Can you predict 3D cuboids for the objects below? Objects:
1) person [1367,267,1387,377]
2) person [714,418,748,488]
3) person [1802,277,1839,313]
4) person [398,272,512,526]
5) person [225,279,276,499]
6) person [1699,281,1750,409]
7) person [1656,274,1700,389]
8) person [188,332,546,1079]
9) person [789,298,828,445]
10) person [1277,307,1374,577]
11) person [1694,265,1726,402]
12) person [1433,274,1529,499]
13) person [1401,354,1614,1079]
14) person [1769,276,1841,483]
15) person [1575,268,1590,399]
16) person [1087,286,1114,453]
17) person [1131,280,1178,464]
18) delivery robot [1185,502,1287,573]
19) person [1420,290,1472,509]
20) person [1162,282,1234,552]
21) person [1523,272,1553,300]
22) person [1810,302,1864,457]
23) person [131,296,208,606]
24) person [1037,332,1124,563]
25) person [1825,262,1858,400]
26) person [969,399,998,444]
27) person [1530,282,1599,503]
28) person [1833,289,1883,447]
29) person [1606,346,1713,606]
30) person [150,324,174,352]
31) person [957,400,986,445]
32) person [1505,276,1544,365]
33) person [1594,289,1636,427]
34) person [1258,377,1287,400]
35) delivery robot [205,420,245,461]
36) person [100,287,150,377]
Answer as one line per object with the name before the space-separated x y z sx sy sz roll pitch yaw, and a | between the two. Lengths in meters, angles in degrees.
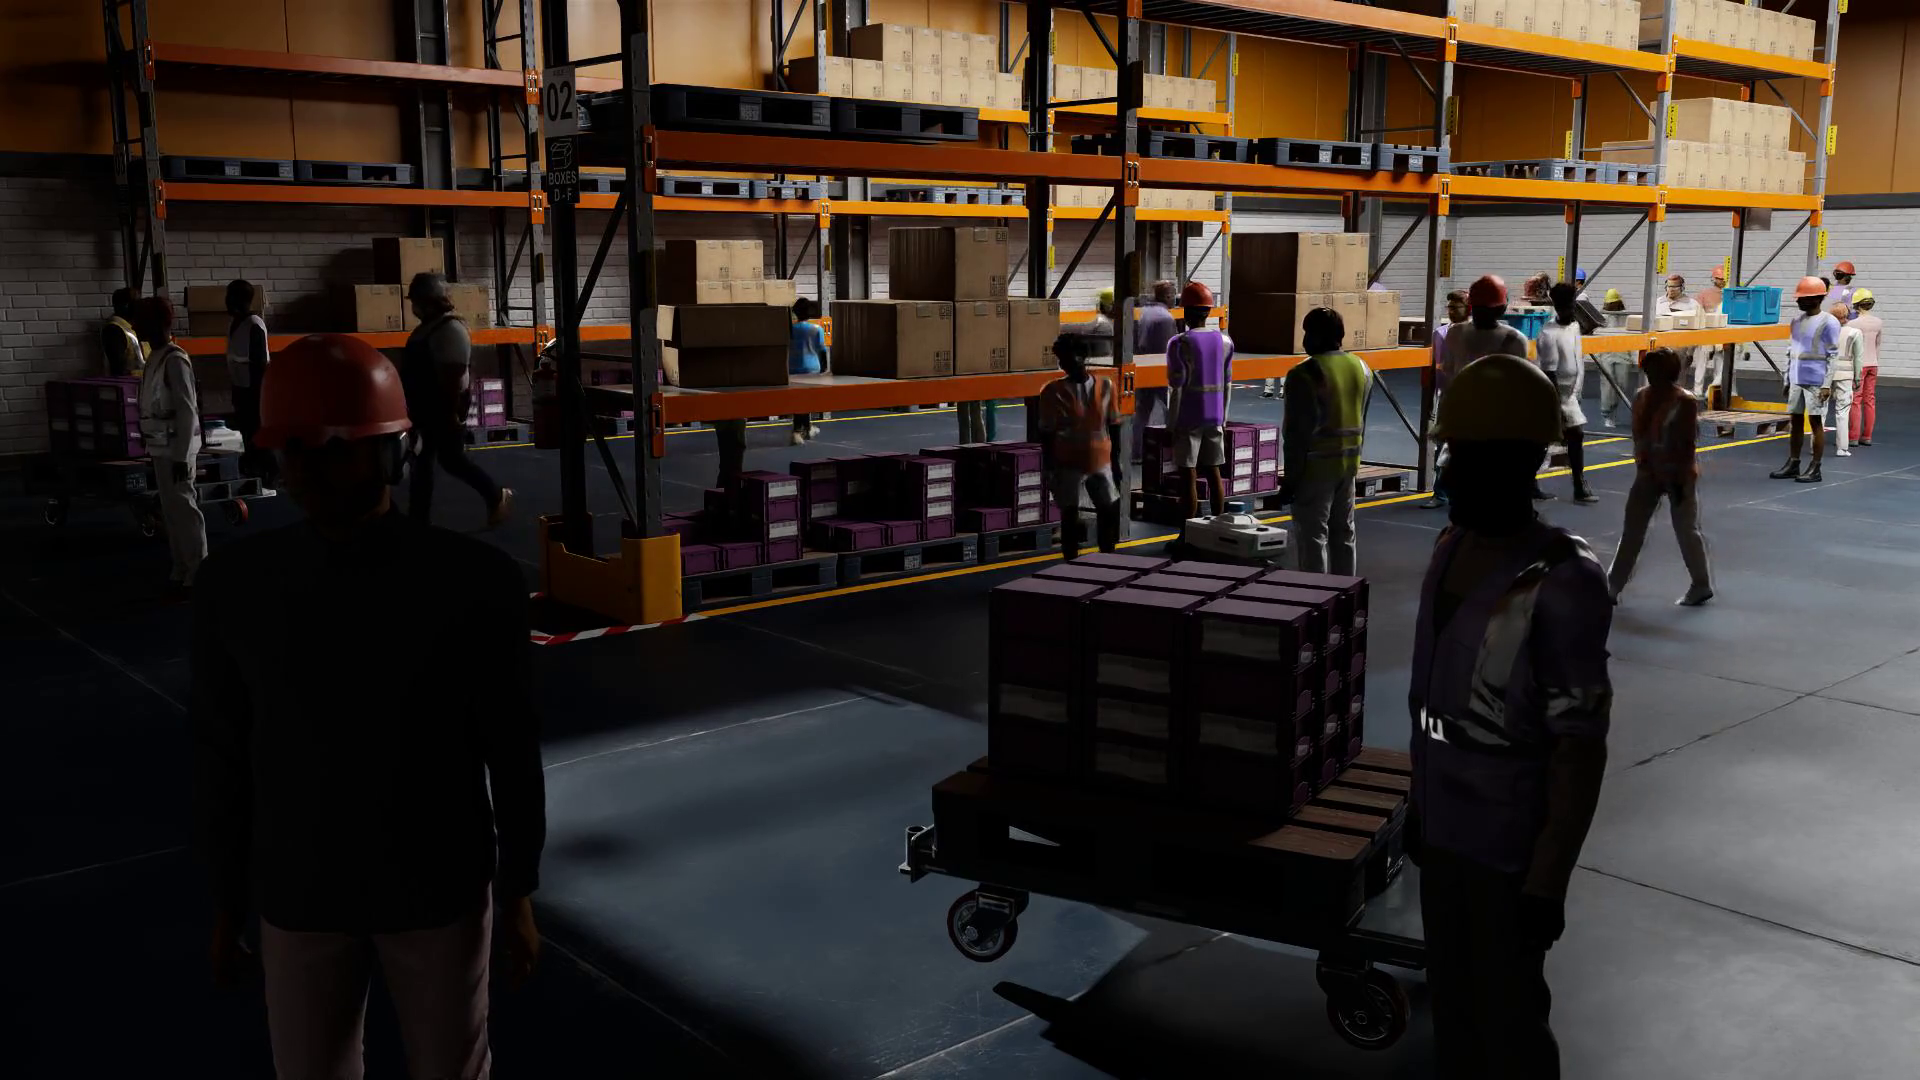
person | 7.217 -3.834 29.285 0.630 1.938 0.366 8 13 39
person | -1.679 -0.785 12.324 0.265 1.631 0.507 -4 10 -21
person | 12.443 -2.892 24.095 0.551 1.837 0.670 2 10 11
person | -3.922 -1.050 12.689 0.851 2.000 0.688 -9 14 -44
person | -6.265 -1.329 14.673 0.392 1.922 0.591 -9 13 -43
person | 10.585 -2.677 22.944 0.895 1.798 0.604 -3 10 -19
person | 8.794 -2.337 20.623 0.642 1.906 0.410 8 13 40
person | -1.060 0.628 2.994 0.614 1.993 0.395 0 10 -2
person | -1.768 -1.922 18.925 0.535 1.650 0.889 4 10 21
person | 2.011 -0.374 9.314 0.619 1.845 0.430 -7 12 -36
person | 10.989 -2.991 24.185 0.622 1.992 0.396 0 10 1
person | 3.504 -0.784 11.227 0.618 2.003 0.678 -9 13 -41
person | 1.083 0.582 3.457 0.364 1.928 0.594 -2 10 -11
person | 7.970 -1.504 15.658 0.376 1.934 0.548 -3 10 -17
person | 9.176 -3.072 24.796 0.388 1.949 0.602 2 10 9
person | 1.504 -1.740 17.390 0.451 1.819 0.611 1 10 8
person | 2.129 -1.700 16.972 0.861 1.873 0.639 -4 10 -20
delivery robot | 1.757 0.001 10.606 0.477 0.478 0.707 -6 11 -30
person | 4.152 -1.151 13.844 0.373 1.843 0.571 -8 13 -41
person | 1.678 -0.859 11.868 0.543 1.939 0.371 -5 11 -25
person | 7.086 -2.302 20.403 0.653 1.931 0.554 3 10 17
person | 9.274 -1.697 17.636 0.514 1.645 0.308 7 12 36
person | -4.827 -0.541 10.172 0.337 1.879 0.583 -8 12 -38
person | 0.814 -0.477 10.452 0.709 1.655 0.334 -3 10 -19
person | 13.074 -3.109 24.740 0.395 2.038 0.615 -5 11 -25
person | 0.208 -1.741 17.556 0.547 1.747 0.591 4 11 23
person | 5.150 -1.234 14.159 0.690 1.907 0.781 -7 12 -35
person | 10.036 -1.914 18.568 0.523 1.762 0.329 -4 11 -24
person | 4.214 -0.366 9.985 0.884 1.589 0.547 -4 11 -24
person | -7.464 -1.285 15.379 0.808 1.591 0.513 -3 10 -17
person | 0.074 -1.525 15.956 0.328 1.877 0.513 -8 12 -38
person | 6.445 -2.027 18.845 0.397 1.899 0.635 -6 12 -33
person | 8.177 -2.267 20.845 0.559 1.719 0.518 -1 10 -3
person | 4.672 -2.982 24.649 0.405 1.823 0.591 -7 12 -35
delivery robot | -7.058 -0.900 15.877 0.707 0.478 0.477 -8 12 -37
person | -7.530 -1.371 15.154 0.429 1.841 0.633 -1 10 -8
